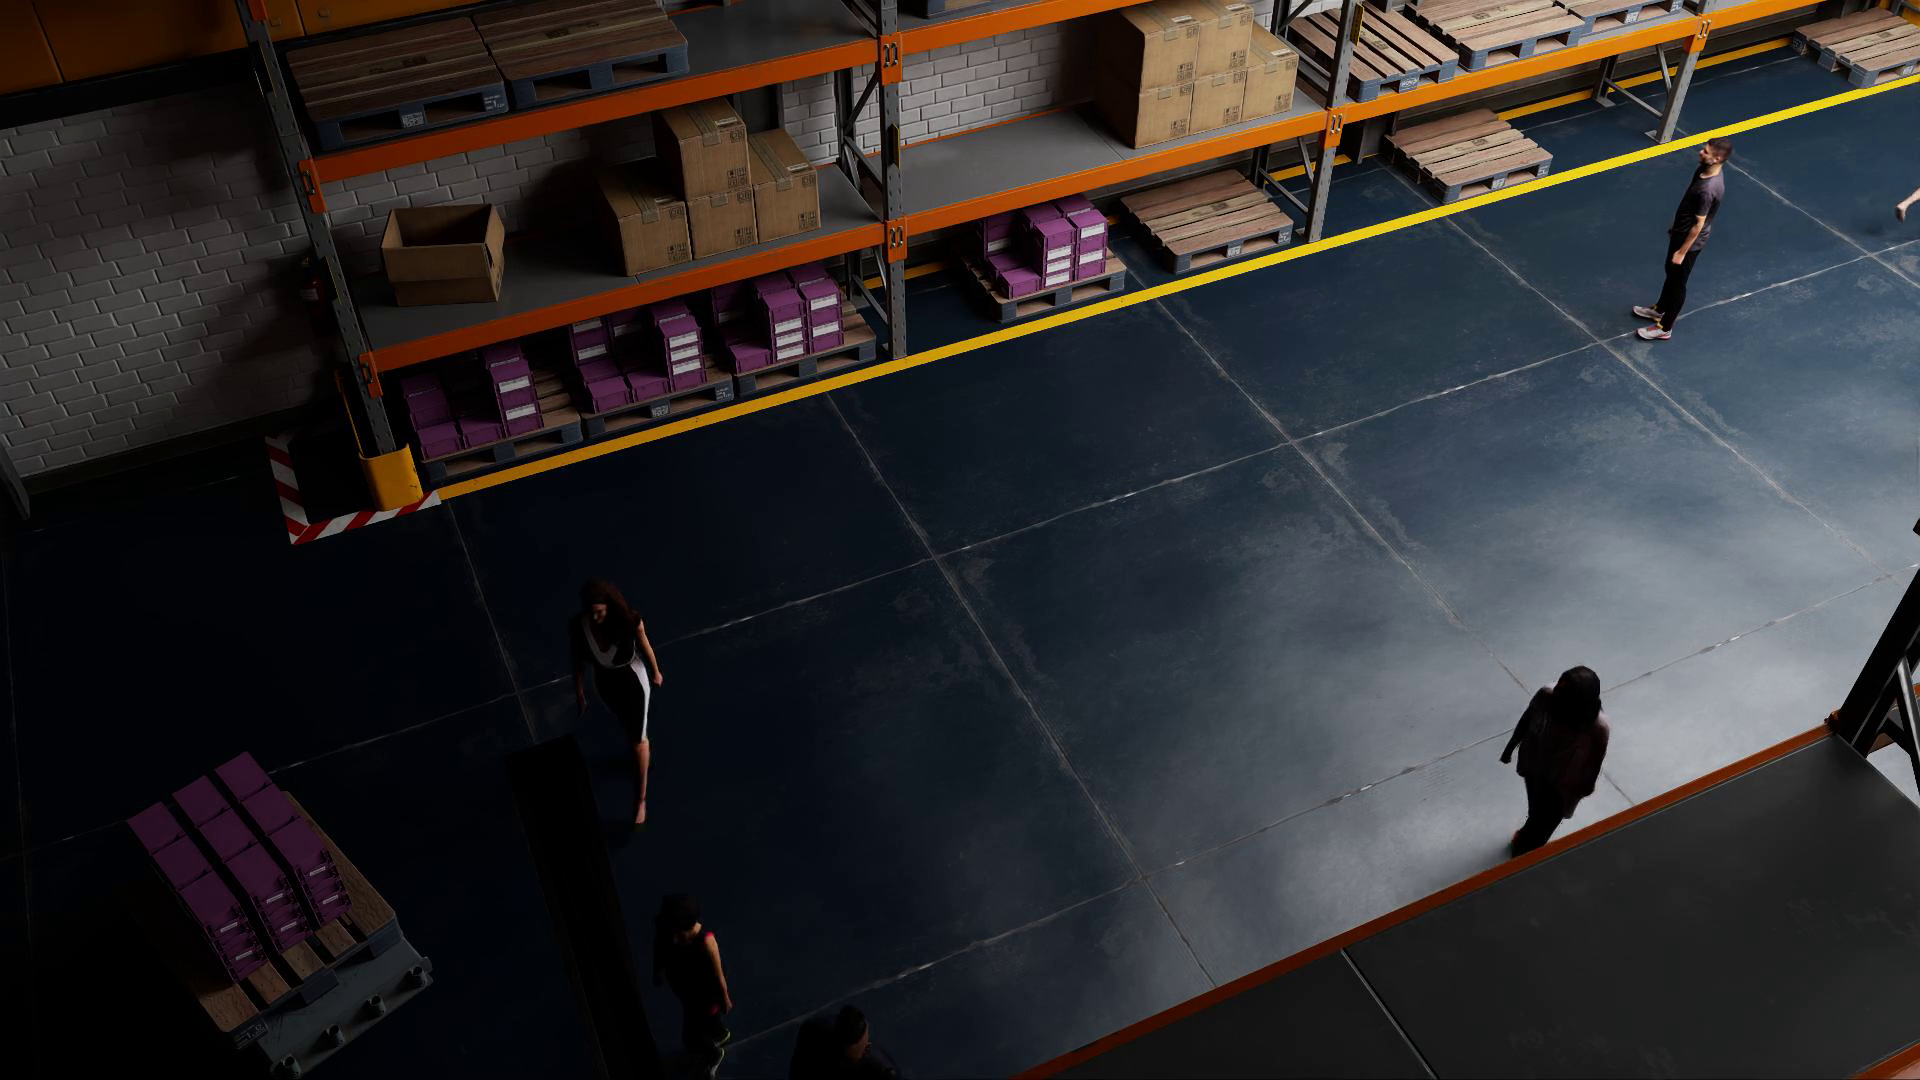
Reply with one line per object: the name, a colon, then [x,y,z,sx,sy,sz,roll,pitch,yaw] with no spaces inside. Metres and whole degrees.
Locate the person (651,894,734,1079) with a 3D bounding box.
person: [-1.294,2.213,8.510,0.694,1.530,0.717,31,51,28]

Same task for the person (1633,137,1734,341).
person: [5.765,-2.395,13.178,0.750,1.764,0.719,9,44,9]

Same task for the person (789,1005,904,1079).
person: [-0.481,2.629,7.855,1.020,1.833,1.198,31,52,29]

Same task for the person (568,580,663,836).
person: [-1.986,0.811,9.809,1.022,1.770,0.959,1,44,1]

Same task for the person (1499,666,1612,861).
person: [3.447,1.248,9.486,0.921,1.583,0.744,-27,50,-25]
